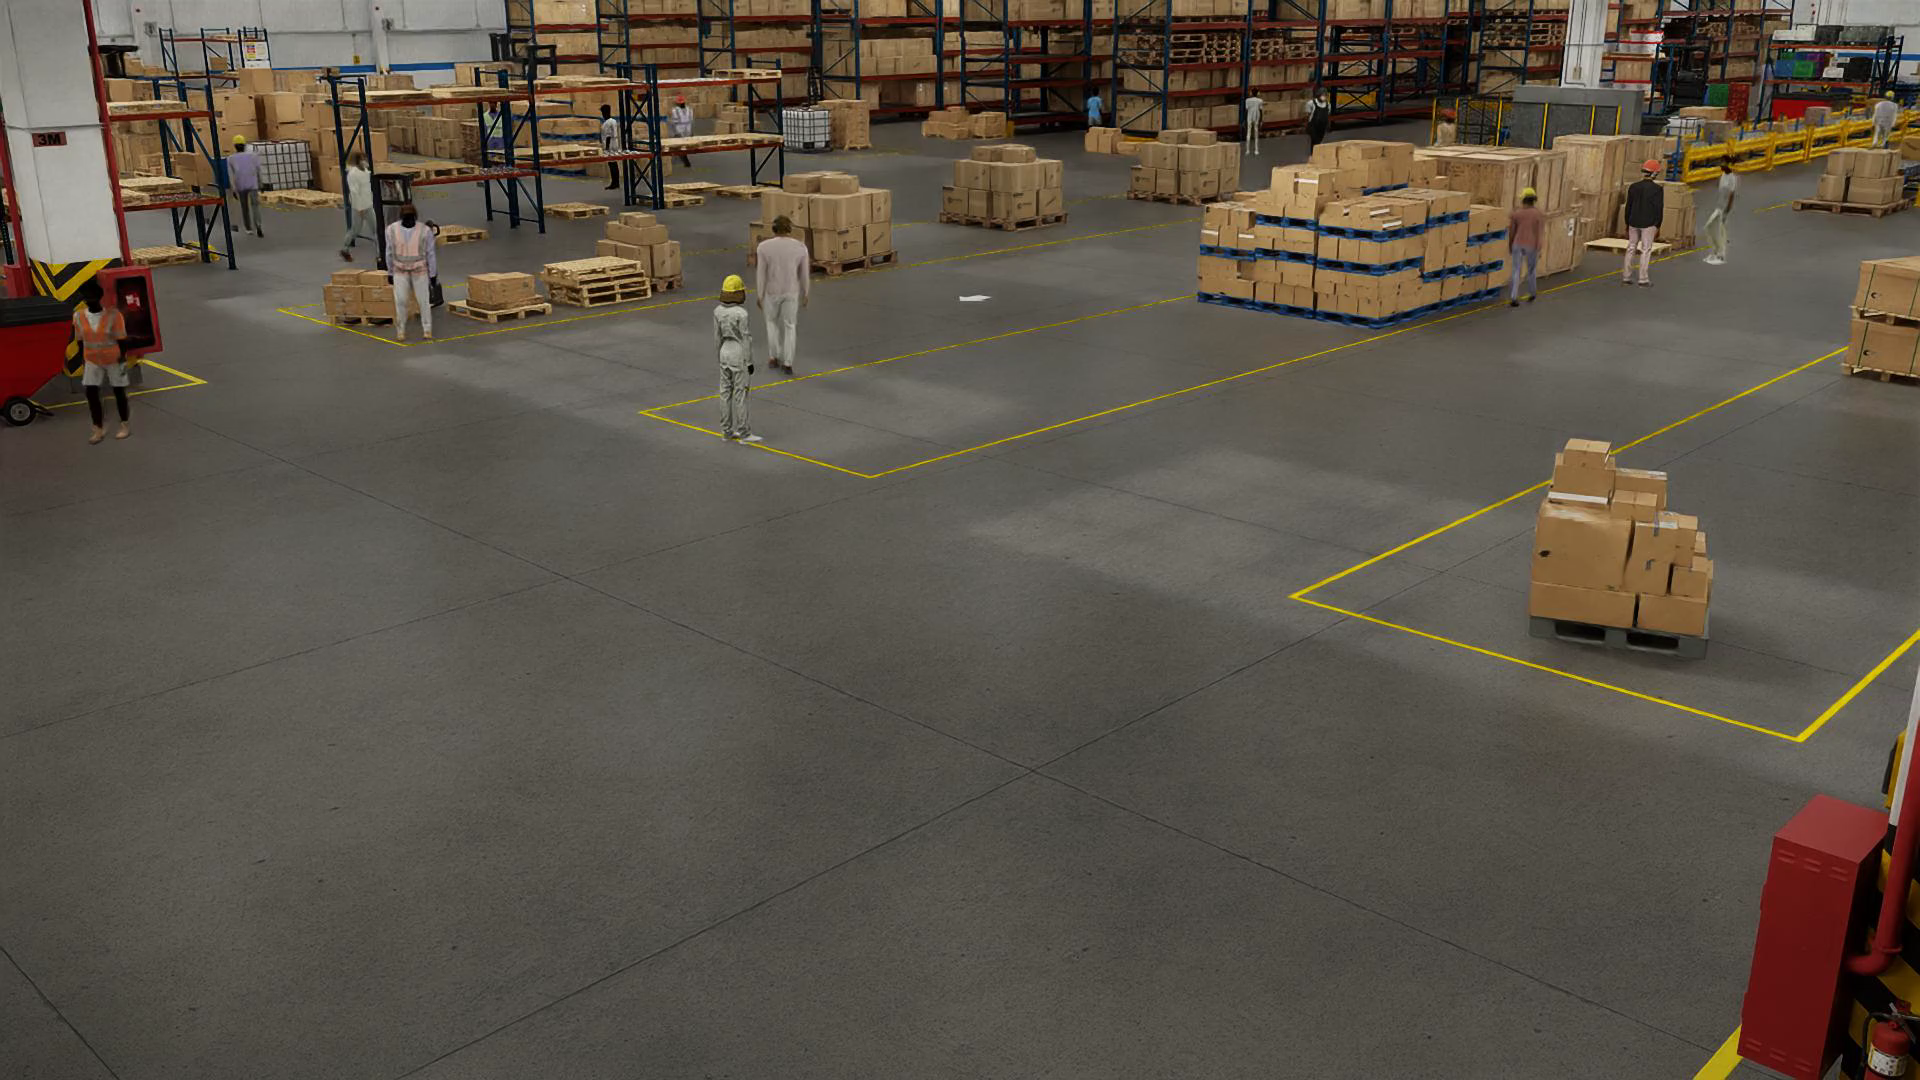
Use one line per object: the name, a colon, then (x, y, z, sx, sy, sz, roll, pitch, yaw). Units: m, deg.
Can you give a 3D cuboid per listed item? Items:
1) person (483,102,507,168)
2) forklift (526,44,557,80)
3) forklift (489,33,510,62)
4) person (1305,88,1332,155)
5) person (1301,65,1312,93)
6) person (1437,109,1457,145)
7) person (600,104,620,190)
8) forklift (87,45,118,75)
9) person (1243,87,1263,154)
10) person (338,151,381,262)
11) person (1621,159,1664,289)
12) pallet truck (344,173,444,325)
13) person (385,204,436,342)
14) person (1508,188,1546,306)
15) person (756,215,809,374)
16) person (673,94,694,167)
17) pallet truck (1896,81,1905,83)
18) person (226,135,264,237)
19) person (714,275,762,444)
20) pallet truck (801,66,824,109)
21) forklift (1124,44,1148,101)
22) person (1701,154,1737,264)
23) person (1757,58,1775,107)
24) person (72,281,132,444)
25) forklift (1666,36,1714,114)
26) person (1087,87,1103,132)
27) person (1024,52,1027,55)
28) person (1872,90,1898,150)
person: (-11.555, -9.998, 41.406, 0.593, 1.920, 0.392, -1, 18, -3)
forklift: (-13.211, -14.325, 52.942, 1.873, 2.768, 1.129, 17, 25, 41)
forklift: (-18.263, -18.719, 66.179, 1.129, 2.768, 1.873, 17, 25, 42)
person: (9.651, -11.098, 44.530, 0.697, 2.000, 0.858, -5, 19, -16)
person: (14.366, -19.031, 69.135, 0.507, 1.593, 0.850, -6, 19, -18)
person: (11.280, -8.981, 38.410, 0.565, 1.877, 0.958, -7, 20, -20)
person: (-8.174, -9.169, 38.847, 0.376, 1.959, 0.603, 2, 18, 6)
forklift: (-26.944, -14.161, 52.447, 1.873, 2.768, 1.129, 6, 19, 18)
person: (8.322, -11.897, 47.213, 0.535, 1.864, 0.309, 3, 19, 8)
person: (-10.290, -5.706, 28.527, 0.999, 1.904, 0.644, 7, 19, 19)
person: (10.720, -4.951, 26.080, 0.383, 1.993, 0.622, -13, 23, -35)
pallet truck: (-8.209, -4.181, 23.757, 0.823, 1.965, 1.885, 3, 19, 9)
person: (-7.308, -3.559, 22.158, 0.631, 1.829, 0.431, -3, 19, -9)
person: (8.405, -4.356, 24.732, 0.538, 1.707, 0.943, 12, 22, 31)
person: (-2.185, -3.036, 20.428, 0.663, 1.914, 0.783, -4, 19, -13)
person: (-7.284, -10.794, 43.851, 0.556, 1.902, 0.564, -11, 21, -30)
pallet truck: (34.802, -16.331, 61.455, 0.653, 1.274, 1.630, 17, 25, 41)
person: (-13.554, -6.730, 31.605, 0.603, 1.900, 0.871, -9, 20, -25)
person: (-2.311, -1.865, 17.179, 0.484, 1.744, 0.294, 13, 23, 35)
pallet truck: (-4.812, -15.182, 56.903, 0.823, 1.965, 1.885, -9, 21, -26)
forklift: (6.238, -14.581, 53.712, 1.129, 2.768, 1.873, 17, 25, 41)
person: (12.916, -5.617, 28.300, 0.494, 1.857, 0.552, -1, 18, -2)
person: (32.261, -18.265, 66.370, 1.012, 1.884, 0.651, -10, 21, -28)
person: (-8.848, -1.821, 17.148, 0.538, 1.675, 0.628, -2, 19, -7)
forklift: (27.341, -17.291, 61.877, 1.129, 2.768, 1.873, 17, 25, 41)
person: (4.127, -12.846, 50.369, 0.552, 1.663, 0.746, 14, 23, 35)
person: (3.054, -22.006, 77.658, 0.592, 1.883, 0.982, -11, 21, -30)
person: (25.956, -11.706, 46.717, 0.602, 1.810, 0.654, 15, 24, 38)
